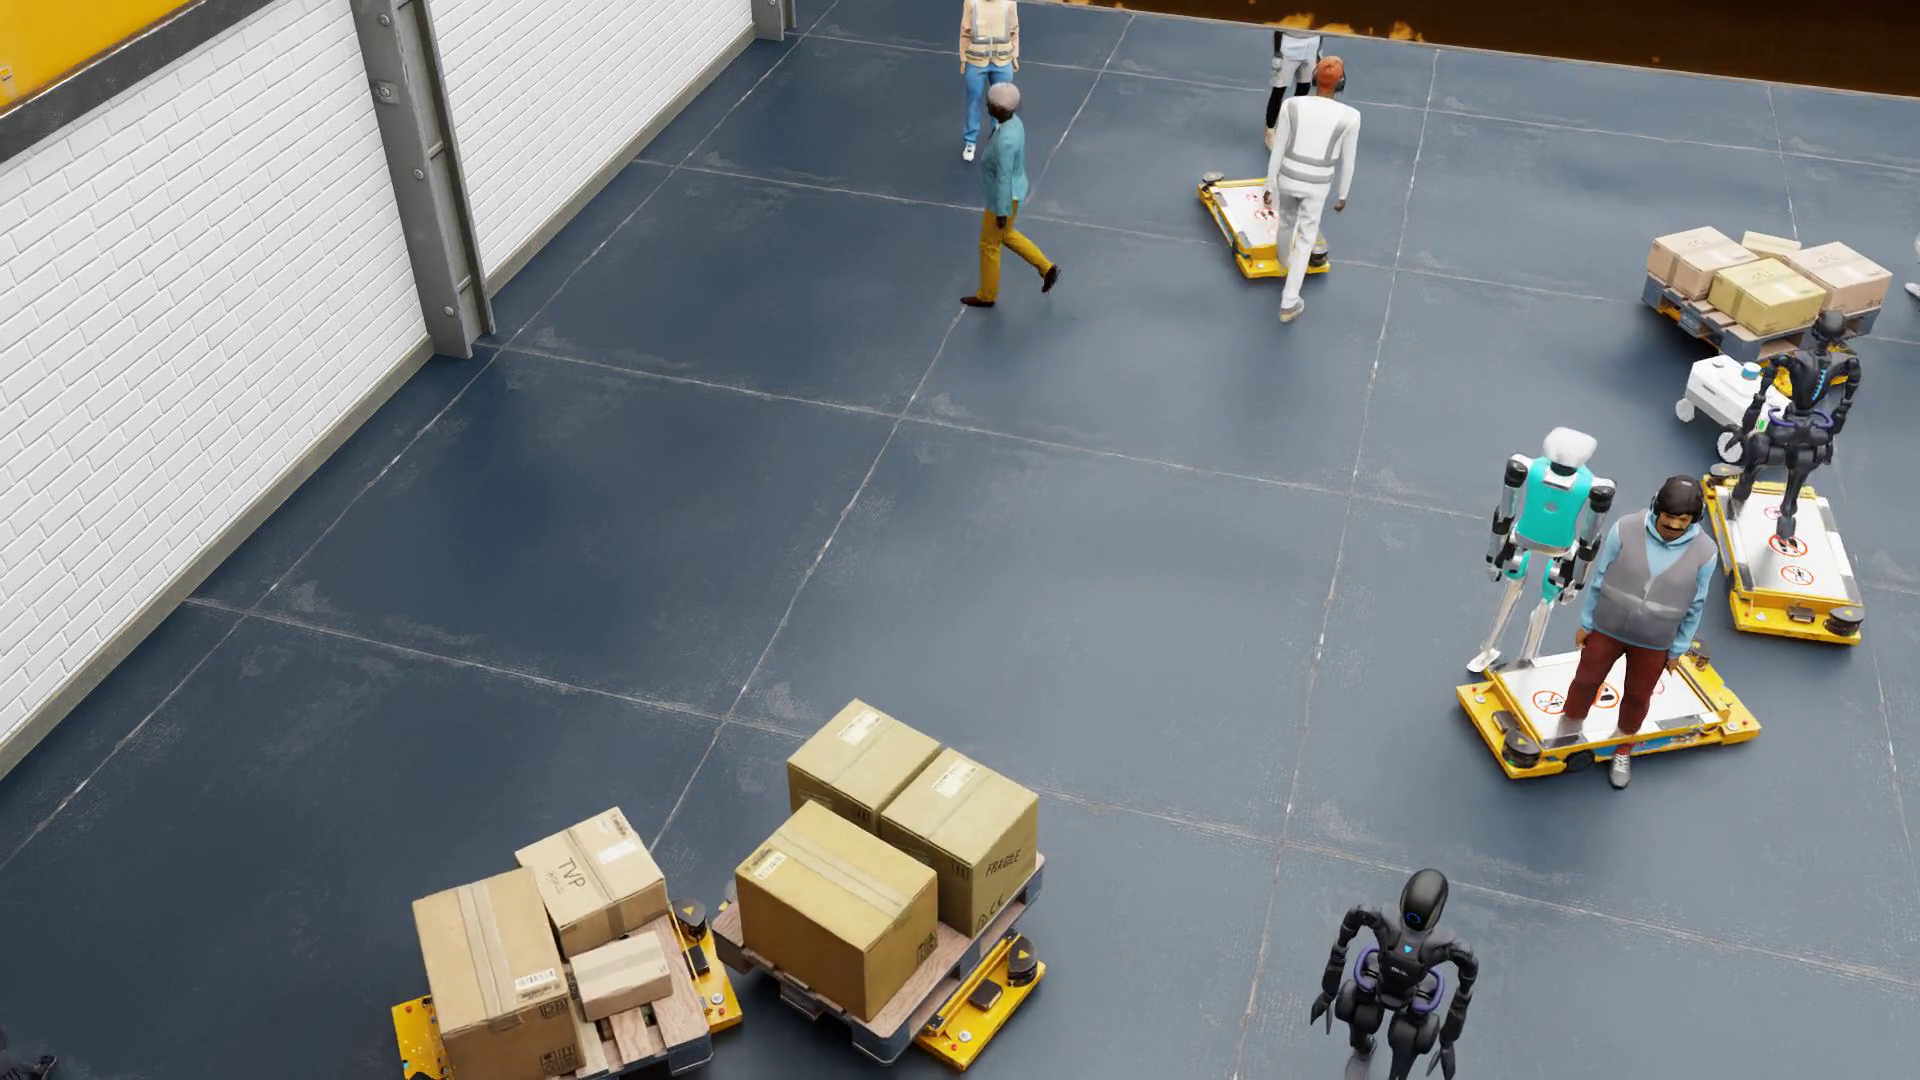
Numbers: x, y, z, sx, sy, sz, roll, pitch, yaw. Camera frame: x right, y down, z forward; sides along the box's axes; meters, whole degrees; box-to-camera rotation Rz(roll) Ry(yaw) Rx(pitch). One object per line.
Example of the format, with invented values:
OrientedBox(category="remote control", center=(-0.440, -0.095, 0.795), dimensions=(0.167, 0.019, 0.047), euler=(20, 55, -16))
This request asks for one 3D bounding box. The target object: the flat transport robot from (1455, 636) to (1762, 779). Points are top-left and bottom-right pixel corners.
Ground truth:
OrientedBox(category="flat transport robot", center=(3.467, 0.887, 8.901), dimensions=(1.431, 0.231, 0.659), euler=(-8, 39, -9))

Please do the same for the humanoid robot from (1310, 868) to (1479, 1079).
OrientedBox(category="humanoid robot", center=(1.713, 1.855, 6.609), dimensions=(0.600, 1.627, 0.775), euler=(18, 42, 21))

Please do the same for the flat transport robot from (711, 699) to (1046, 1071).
OrientedBox(category="flat transport robot", center=(-0.373, 1.834, 7.723), dimensions=(1.431, 0.231, 0.659), euler=(24, 45, 27))

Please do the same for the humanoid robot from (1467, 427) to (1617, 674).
OrientedBox(category="humanoid robot", center=(3.062, 0.056, 8.739), dimensions=(0.530, 1.756, 0.707), euler=(18, 42, 21))

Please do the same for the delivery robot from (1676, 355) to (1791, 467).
OrientedBox(category="delivery robot", center=(5.101, -0.860, 10.861), dimensions=(0.499, 0.614, 0.815), euler=(-14, 41, -17))

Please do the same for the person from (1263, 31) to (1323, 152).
OrientedBox(category="person", center=(2.825, -4.095, 13.960), dimensions=(0.538, 1.691, 0.318), euler=(-17, 42, -20))

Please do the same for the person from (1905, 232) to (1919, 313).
OrientedBox(category="person", center=(7.162, -2.367, 11.862), dimensions=(0.540, 1.624, 0.500), euler=(-8, 40, -10))

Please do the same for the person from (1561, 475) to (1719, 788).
OrientedBox(category="person", center=(3.327, 0.432, 8.193), dimensions=(0.528, 1.872, 0.416), euler=(18, 42, 21))

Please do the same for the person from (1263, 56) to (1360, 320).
OrientedBox(category="person", center=(2.521, -2.569, 11.967), dimensions=(0.582, 1.822, 0.950), euler=(16, 41, 19))

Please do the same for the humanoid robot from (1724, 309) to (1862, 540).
OrientedBox(category="humanoid robot", center=(4.819, -0.588, 9.652), dimensions=(0.590, 1.638, 0.762), euler=(3, 39, 4))

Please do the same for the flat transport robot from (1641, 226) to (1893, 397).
OrientedBox(category="flat transport robot", center=(5.639, -1.506, 11.878), dimensions=(0.659, 0.231, 1.431), euler=(-14, 41, -17))

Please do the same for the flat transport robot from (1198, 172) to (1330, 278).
OrientedBox(category="flat transport robot", center=(2.386, -2.503, 13.118), dimensions=(0.659, 0.231, 1.431), euler=(-5, 39, -7))

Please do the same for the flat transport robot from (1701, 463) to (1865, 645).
OrientedBox(category="flat transport robot", center=(4.886, 0.063, 9.926), dimensions=(0.659, 0.231, 1.431), euler=(7, 39, 9))

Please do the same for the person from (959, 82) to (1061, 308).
OrientedBox(category="person", center=(0.360, -2.434, 11.855), dimensions=(0.652, 1.733, 0.535), euler=(8, 39, 10))

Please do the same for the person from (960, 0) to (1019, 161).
OrientedBox(category="person", center=(0.241, -4.001, 13.814), dimensions=(0.491, 1.727, 0.370), euler=(-3, 39, -4))

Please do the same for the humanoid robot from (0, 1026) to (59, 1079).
OrientedBox(category="humanoid robot", center=(-3.999, 1.926, 6.524), dimensions=(0.594, 1.621, 0.795), euler=(5, 39, 6))

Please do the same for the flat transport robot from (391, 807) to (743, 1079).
OrientedBox(category="flat transport robot", center=(-1.754, 2.089, 7.406), dimensions=(1.431, 0.231, 0.659), euler=(-15, 41, -18))
